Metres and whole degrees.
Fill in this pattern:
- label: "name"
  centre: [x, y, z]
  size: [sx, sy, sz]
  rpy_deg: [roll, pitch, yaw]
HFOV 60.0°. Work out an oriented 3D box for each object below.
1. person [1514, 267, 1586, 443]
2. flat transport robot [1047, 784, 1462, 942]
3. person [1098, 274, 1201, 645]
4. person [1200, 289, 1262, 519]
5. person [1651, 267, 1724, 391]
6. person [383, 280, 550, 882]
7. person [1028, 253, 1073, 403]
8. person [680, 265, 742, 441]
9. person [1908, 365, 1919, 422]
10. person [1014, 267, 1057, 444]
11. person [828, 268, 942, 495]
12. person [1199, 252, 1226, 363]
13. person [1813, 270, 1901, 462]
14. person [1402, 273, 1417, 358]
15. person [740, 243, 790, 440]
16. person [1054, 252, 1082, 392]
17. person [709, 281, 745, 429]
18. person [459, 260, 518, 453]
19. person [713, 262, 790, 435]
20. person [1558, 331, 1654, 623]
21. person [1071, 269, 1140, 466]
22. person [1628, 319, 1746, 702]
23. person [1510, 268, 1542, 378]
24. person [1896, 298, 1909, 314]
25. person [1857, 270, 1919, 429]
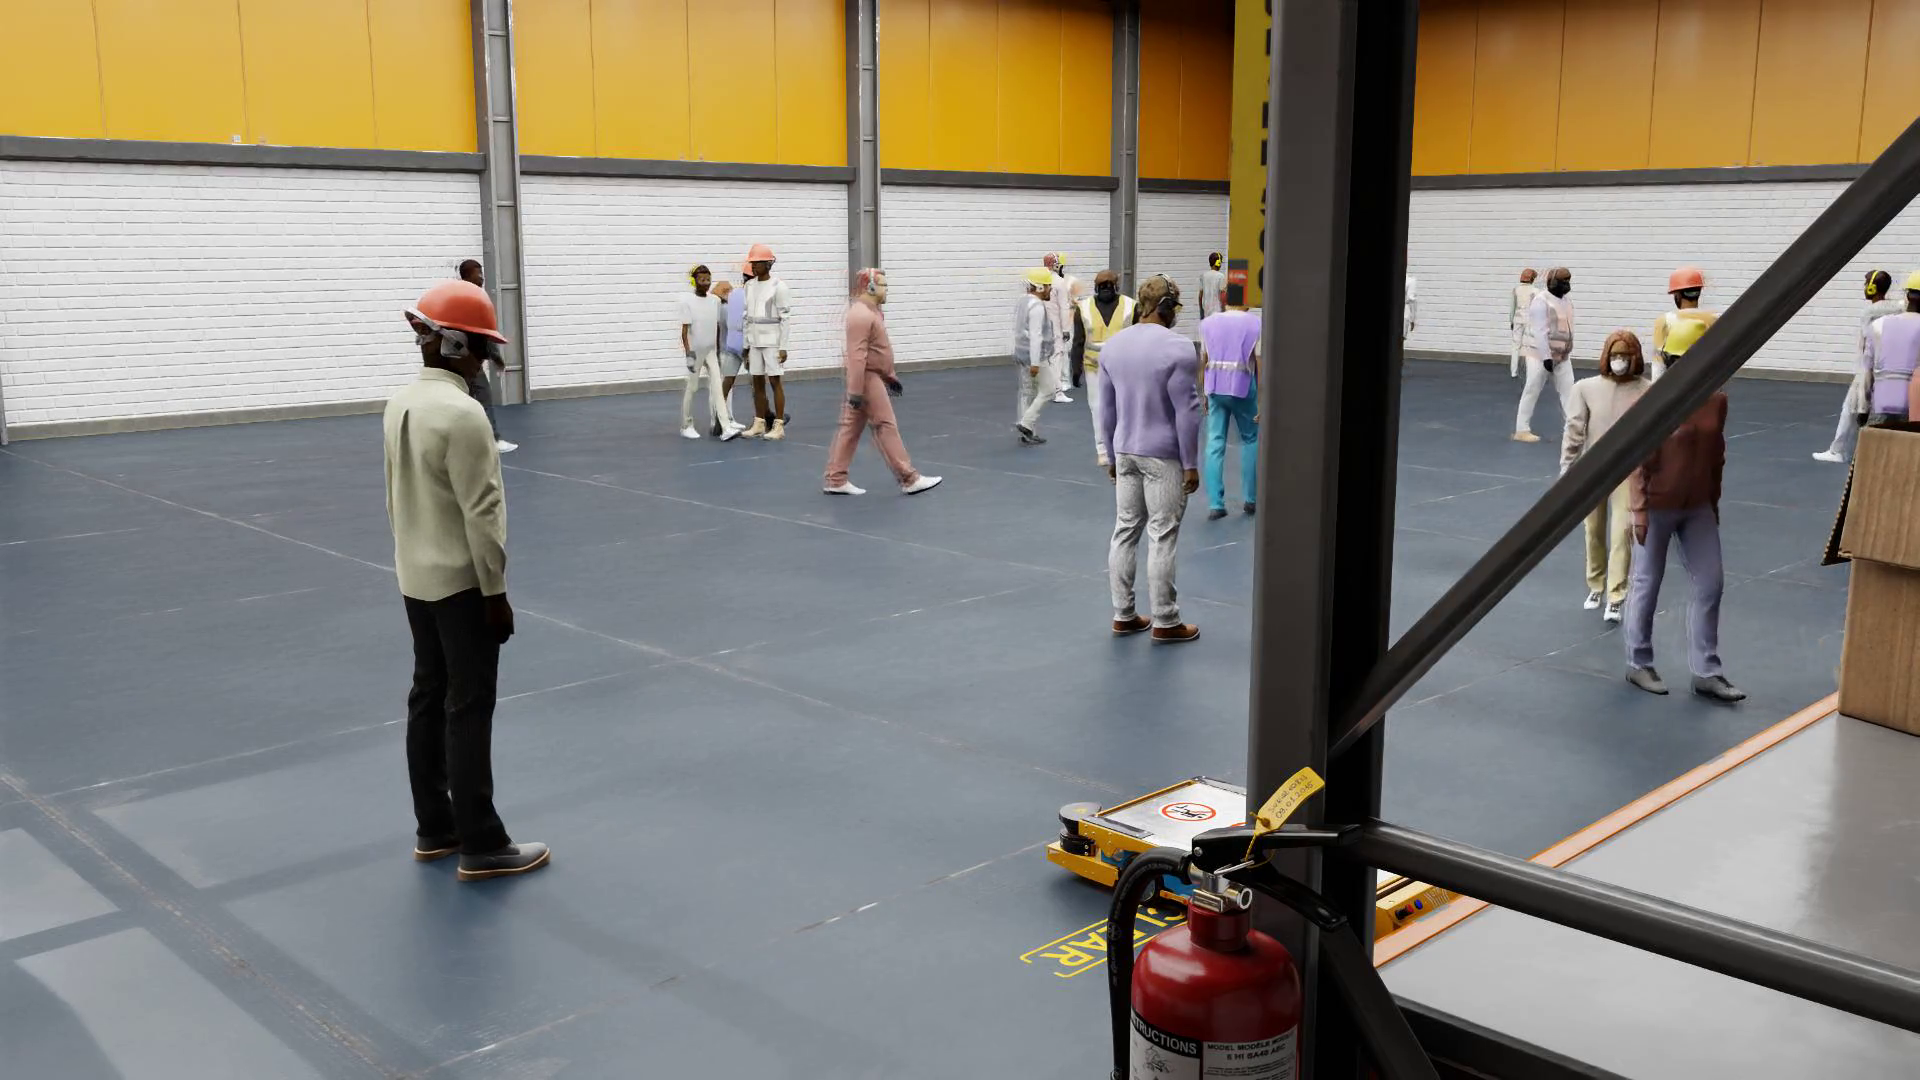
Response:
- label: "person"
  centre: [6.131, -1.869, 17.000]
  size: [0.637, 1.798, 0.944]
  rpy_deg: [-8, 13, -36]
- label: "flat transport robot"
  centre: [1.022, 1.042, 5.290]
  size: [0.652, 0.197, 1.431]
  rpy_deg: [-10, 14, -44]
- label: "person"
  centre: [1.001, -0.420, 8.735]
  size: [0.373, 1.933, 0.627]
  rpy_deg: [-10, 14, -42]
- label: "person"
  centre: [2.107, -1.087, 12.676]
  size: [0.589, 1.813, 0.804]
  rpy_deg: [6, 12, 28]
- label: "person"
  centre: [5.415, -1.090, 12.497]
  size: [0.584, 1.884, 0.956]
  rpy_deg: [1, 10, 3]
- label: "person"
  centre: [-1.669, 0.136, 5.556]
  size: [0.398, 1.984, 0.609]
  rpy_deg: [-10, 14, -42]
- label: "person"
  centre: [1.178, -2.713, 21.299]
  size: [0.403, 1.911, 0.637]
  rpy_deg: [-10, 14, -42]
- label: "person"
  centre: [-2.644, -1.933, 17.283]
  size: [0.517, 1.818, 0.948]
  rpy_deg: [-7, 13, -34]
- label: "person"
  centre: [4.146, -0.112, 6.899]
  size: [0.617, 1.994, 0.388]
  rpy_deg: [-5, 11, -25]
- label: "person"
  centre: [0.768, -1.852, 16.862]
  size: [0.419, 1.818, 0.609]
  rpy_deg: [-2, 11, -12]
- label: "person"
  centre: [-0.636, -1.276, 13.593]
  size: [0.979, 1.859, 0.644]
  rpy_deg: [-1, 10, -6]
- label: "person"
  centre: [3.982, -3.579, 26.150]
  size: [0.330, 1.865, 0.518]
  rpy_deg: [-10, 14, -42]
- label: "person"
  centre: [8.468, -1.574, 15.348]
  size: [0.518, 1.828, 0.986]
  rpy_deg: [-4, 11, -19]
- label: "person"
  centre: [6.441, -3.292, 24.464]
  size: [0.550, 1.921, 0.577]
  rpy_deg: [7, 13, 34]
- label: "person"
  centre: [-2.048, -2.058, 17.360]
  size: [0.608, 2.045, 0.391]
  rpy_deg: [8, 13, 37]
- label: "person"
  centre: [1.331, -2.960, 22.665]
  size: [0.611, 1.893, 0.689]
  rpy_deg: [8, 13, 35]
- label: "person"
  centre: [-2.617, -2.044, 18.398]
  size: [0.282, 1.633, 0.498]
  rpy_deg: [-10, 14, -42]
- label: "person"
  centre: [-4.691, -1.793, 16.349]
  size: [0.868, 1.887, 0.606]
  rpy_deg: [1, 10, 3]
- label: "person"
  centre: [-2.280, -2.064, 17.889]
  size: [0.562, 1.862, 1.032]
  rpy_deg: [9, 13, 39]
- label: "person"
  centre: [3.603, -0.346, 9.238]
  size: [0.516, 1.603, 0.794]
  rpy_deg: [6, 12, 28]
- label: "person"
  centre: [1.339, -1.562, 15.257]
  size: [0.655, 1.818, 0.626]
  rpy_deg: [1, 10, 7]
- label: "person"
  centre: [3.323, -0.122, 7.576]
  size: [0.553, 1.745, 0.635]
  rpy_deg: [-3, 11, -15]
- label: "person"
  centre: [8.457, -3.231, 24.861]
  size: [0.313, 1.639, 0.513]
  rpy_deg: [-10, 14, -42]
- label: "person"
  centre: [11.348, -2.322, 19.740]
  size: [0.321, 1.697, 0.530]
  rpy_deg: [-10, 14, -42]
- label: "person"
  centre: [6.603, -0.941, 11.676]
  size: [0.553, 1.902, 0.591]
  rpy_deg: [-7, 13, -35]
